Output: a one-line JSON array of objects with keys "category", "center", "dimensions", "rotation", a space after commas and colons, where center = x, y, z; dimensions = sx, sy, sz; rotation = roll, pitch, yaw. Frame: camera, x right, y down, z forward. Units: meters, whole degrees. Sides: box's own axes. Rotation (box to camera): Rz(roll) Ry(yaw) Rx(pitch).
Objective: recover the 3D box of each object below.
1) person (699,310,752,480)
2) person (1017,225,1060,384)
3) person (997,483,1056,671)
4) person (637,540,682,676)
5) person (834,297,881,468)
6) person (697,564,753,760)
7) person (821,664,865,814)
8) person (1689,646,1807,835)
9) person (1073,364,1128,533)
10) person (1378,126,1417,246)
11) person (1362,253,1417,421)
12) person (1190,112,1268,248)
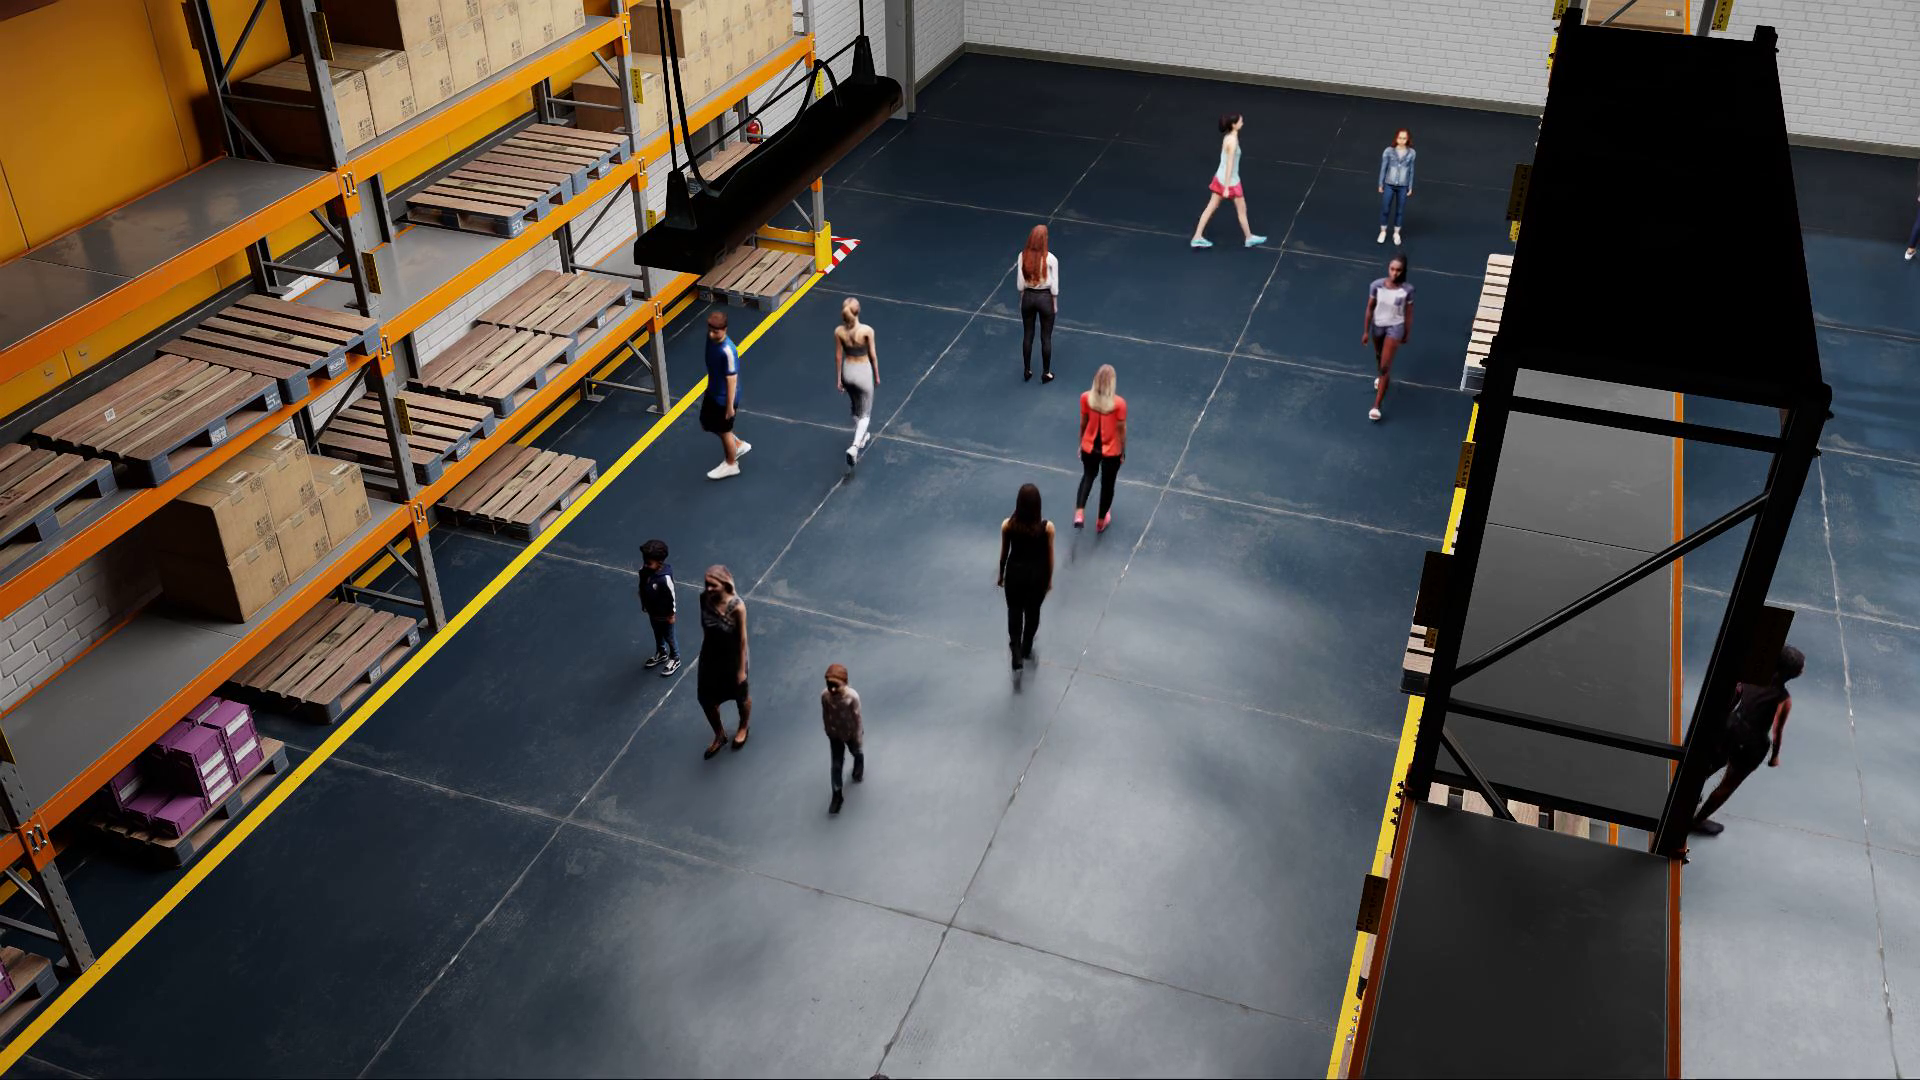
[{"category": "person", "center": [-2.157, -1.384, 15.708], "dimensions": [0.937, 1.833, 0.888], "rotation": [-17, 37, -24]}, {"category": "person", "center": [0.817, -2.461, 17.395], "dimensions": [0.584, 1.758, 0.484], "rotation": [11, 35, 16]}, {"category": "person", "center": [0.514, 0.343, 13.249], "dimensions": [0.739, 1.677, 0.954], "rotation": [3, 34, 5]}, {"category": "person", "center": [-2.417, 0.526, 13.385], "dimensions": [0.577, 1.221, 0.567], "rotation": [23, 40, 30]}, {"category": "person", "center": [-1.007, -1.506, 16.027], "dimensions": [0.634, 1.682, 1.044], "rotation": [8, 34, 11]}, {"category": "person", "center": [-1.690, 0.841, 12.492], "dimensions": [0.644, 1.687, 0.721], "rotation": [16, 37, 23]}, {"category": "person", "center": [-0.823, 1.364, 12.168], "dimensions": [0.567, 1.173, 0.882], "rotation": [5, 34, 8]}, {"category": "person", "center": [5.417, 1.412, 11.619], "dimensions": [0.871, 1.702, 0.756], "rotation": [-16, 37, -23]}, {"category": "person", "center": [1.244, -0.760, 14.905], "dimensions": [0.626, 1.681, 0.816], "rotation": [15, 36, 21]}, {"category": "person", "center": [5.393, -4.398, 20.563], "dimensions": [0.605, 1.476, 0.570], "rotation": [5, 34, 7]}, {"category": "person", "center": [4.381, -2.153, 17.009], "dimensions": [0.692, 1.672, 1.205], "rotation": [16, 37, 22]}, {"category": "person", "center": [3.170, -4.330, 20.246], "dimensions": [1.005, 1.715, 1.197], "rotation": [-2, 34, -3]}]
